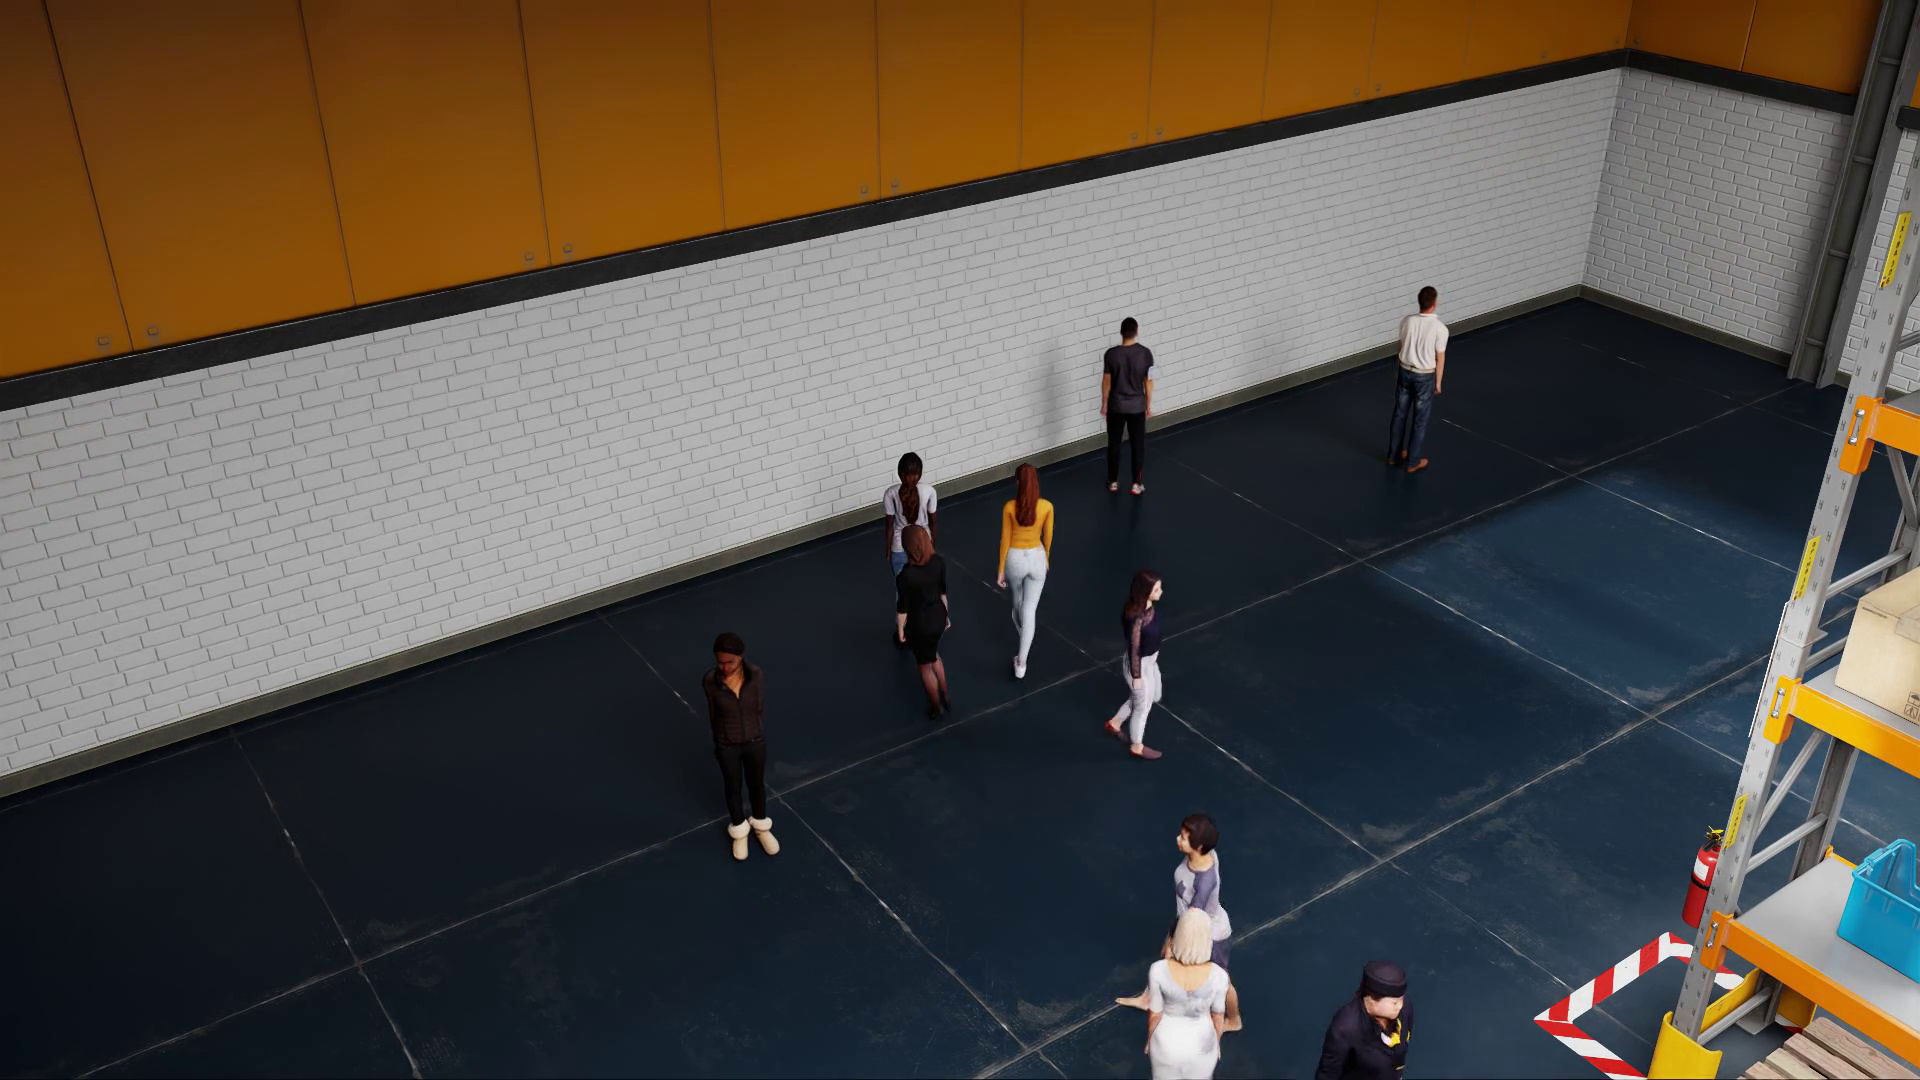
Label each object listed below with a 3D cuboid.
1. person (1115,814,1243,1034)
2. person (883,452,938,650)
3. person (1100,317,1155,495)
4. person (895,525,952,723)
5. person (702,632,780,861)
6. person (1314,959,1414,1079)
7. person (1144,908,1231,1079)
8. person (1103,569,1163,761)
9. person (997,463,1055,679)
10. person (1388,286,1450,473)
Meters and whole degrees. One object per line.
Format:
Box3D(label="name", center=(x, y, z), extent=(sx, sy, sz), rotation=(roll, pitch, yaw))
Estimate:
Box3D(label="person", center=(1.463, 2.237, 9.581), extent=(0.946, 1.528, 0.990), rotation=(-2, 29, -3))
Box3D(label="person", center=(-0.386, 0.077, 13.340), extent=(0.658, 1.720, 0.655), rotation=(-5, 29, -10))
Box3D(label="person", center=(1.573, -1.261, 15.741), extent=(0.774, 1.769, 0.818), rotation=(1, 29, 1))
Box3D(label="person", center=(-0.202, 0.683, 12.264), extent=(0.649, 1.686, 0.640), rotation=(-20, 35, -32))
Box3D(label="person", center=(-1.474, 1.327, 11.106), extent=(0.632, 1.665, 0.698), rotation=(-13, 31, -22))
Box3D(label="person", center=(1.976, 2.750, 8.518), extent=(0.702, 1.646, 0.967), rotation=(-17, 33, -28))
Box3D(label="person", center=(1.168, 2.624, 8.638), extent=(0.639, 1.751, 0.685), rotation=(3, 29, 5))
Box3D(label="person", center=(1.238, 0.901, 11.957), extent=(0.840, 1.597, 0.780), rotation=(5, 29, 9))
Box3D(label="person", center=(0.529, 0.281, 12.981), extent=(1.001, 1.705, 1.180), rotation=(-2, 29, -3))
Box3D(label="person", center=(4.446, -1.583, 16.245), extent=(0.572, 1.853, 0.755), rotation=(25, 37, 38))
